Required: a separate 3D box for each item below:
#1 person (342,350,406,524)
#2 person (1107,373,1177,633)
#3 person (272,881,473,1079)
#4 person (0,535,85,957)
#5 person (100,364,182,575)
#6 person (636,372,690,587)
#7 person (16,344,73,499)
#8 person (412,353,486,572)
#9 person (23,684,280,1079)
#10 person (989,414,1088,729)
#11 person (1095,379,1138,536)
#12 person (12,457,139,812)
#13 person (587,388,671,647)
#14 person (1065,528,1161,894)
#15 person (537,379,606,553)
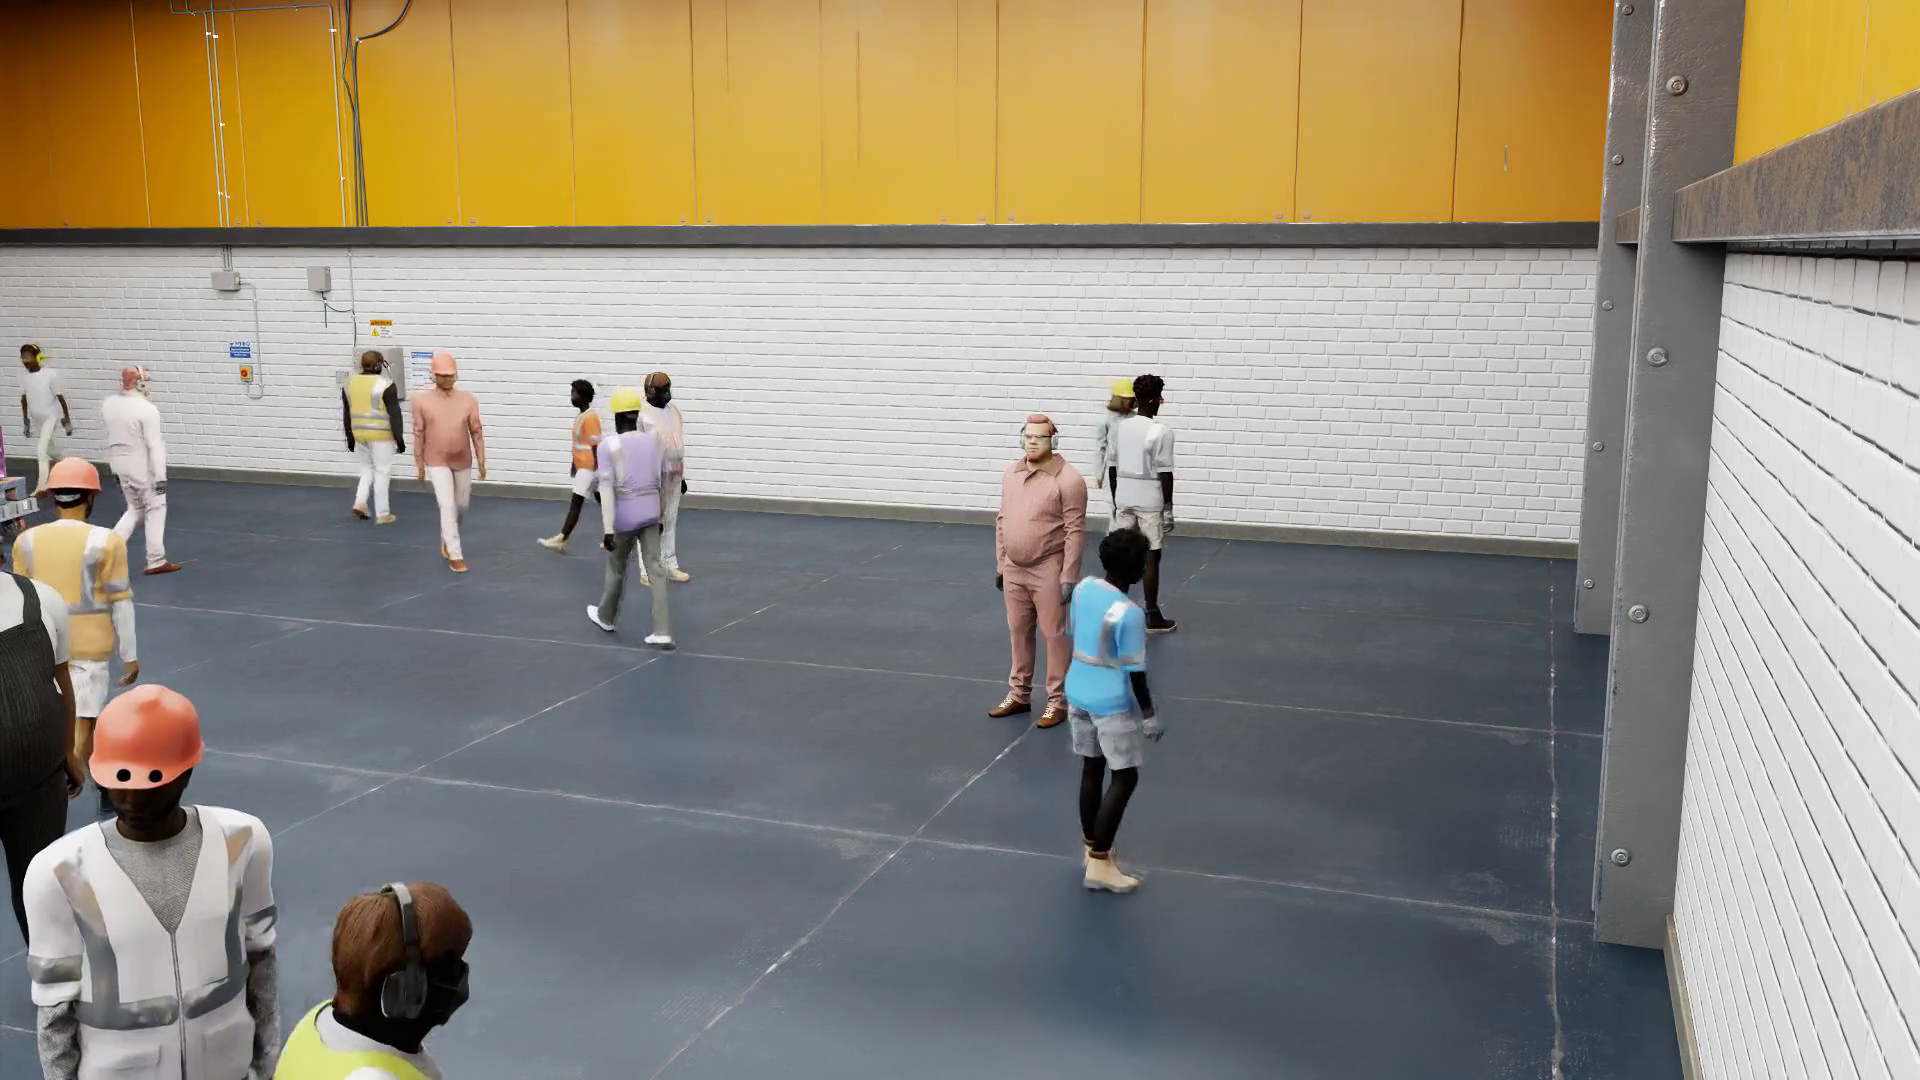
[{"bbox_3d":[-6.138,-1.072,17.464,0.642,1.834,0.431,4,11,21],"label":"person"},{"bbox_3d":[1.383,-0.280,12.605,0.369,1.965,0.608,-10,14,-43],"label":"person"},{"bbox_3d":[-1.039,1.501,3.114,0.978,1.783,0.637,-6,12,-30],"label":"person"},{"bbox_3d":[-3.583,0.827,6.161,0.538,2.000,0.687,9,13,41],"label":"person"},{"bbox_3d":[-7.275,-0.607,14.668,0.660,1.887,0.551,5,11,25],"label":"person"},{"bbox_3d":[-2.586,-0.525,14.347,0.429,1.842,0.626,6,12,32],"label":"person"},{"bbox_3d":[-10.629,-1.406,19.426,0.523,1.813,0.938,2,10,11],"label":"person"},{"bbox_3d":[-4.666,-0.735,15.182,0.616,1.967,0.924,-6,12,-31],"label":"person"},{"bbox_3d":[-1.861,1.275,3.940,0.547,1.934,0.375,-8,13,-39],"label":"person"},{"bbox_3d":[0.457,0.182,10.160,0.641,1.913,0.408,9,13,40],"label":"person"},{"bbox_3d":[1.506,-0.587,15.039,0.493,1.724,0.618,-6,11,-29],"label":"person"},{"bbox_3d":[-4.422,0.547,8.219,0.587,1.892,0.967,1,10,4],"label":"person"},{"bbox_3d":[-2.433,-0.175,12.253,0.612,1.871,1.002,-9,13,-40],"label":"person"},{"bbox_3d":[0.660,0.759,7.608,0.363,1.667,0.587,-5,11,-28],"label":"person"},{"bbox_3d":[-3.614,-0.699,15.839,0.872,1.644,0.545,-4,11,-19],"label":"person"}]
